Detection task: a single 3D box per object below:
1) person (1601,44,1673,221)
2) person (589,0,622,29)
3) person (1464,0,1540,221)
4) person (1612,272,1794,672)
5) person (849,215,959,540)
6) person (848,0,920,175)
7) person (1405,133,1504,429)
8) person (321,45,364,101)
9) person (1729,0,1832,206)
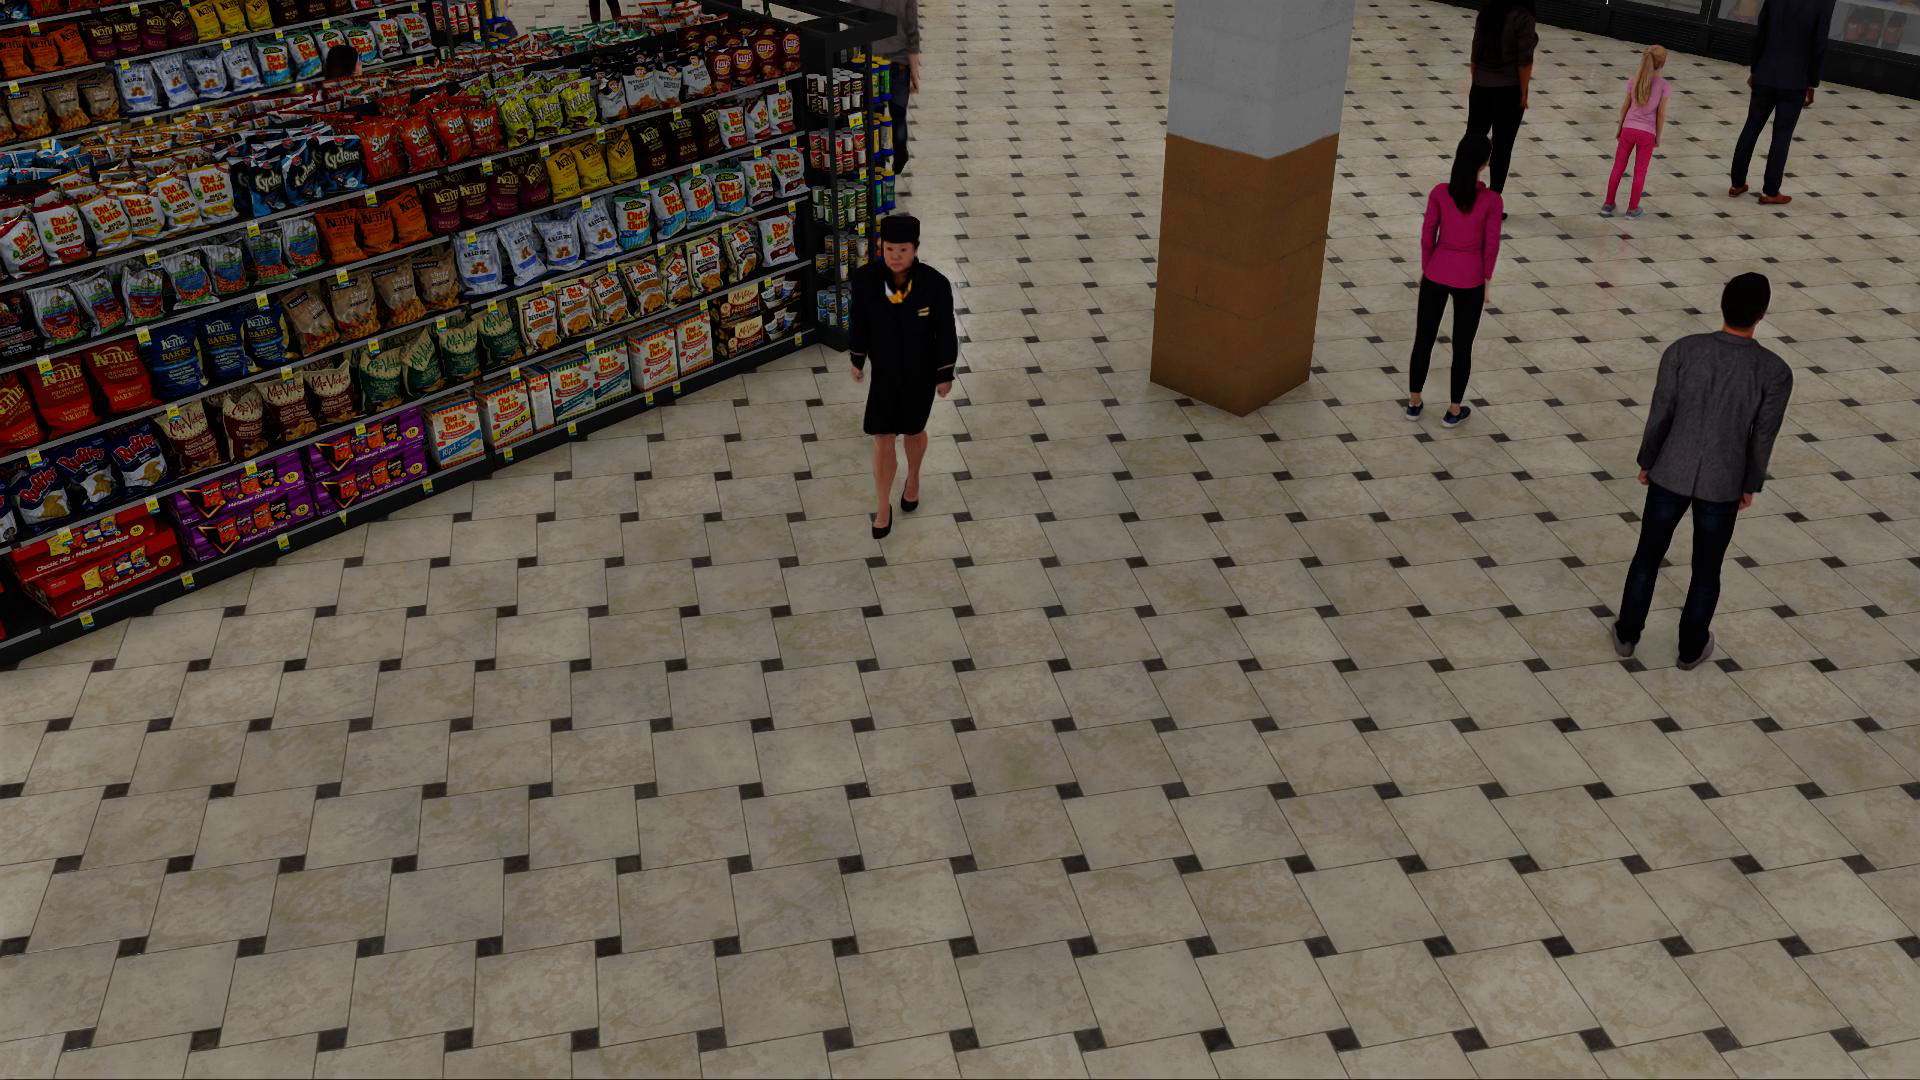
[{"bbox_3d":[5.002,-3.011,12.257,0.495,1.270,0.505,23,38,32],"label":"person"},{"bbox_3d":[-3.447,-5.522,15.863,0.648,1.724,0.677,10,33,15],"label":"person"},{"bbox_3d":[3.903,-3.247,12.096,0.623,1.841,0.666,-23,38,-32],"label":"person"},{"bbox_3d":[3.244,-0.280,7.299,0.740,1.872,0.686,16,35,24],"label":"person"},{"bbox_3d":[-0.270,-0.885,8.474,0.964,1.656,1.035,4,32,7],"label":"person"},{"bbox_3d":[-0.565,-3.431,12.370,1.188,1.863,1.232,-1,32,-2],"label":"person"},{"bbox_3d":[2.771,-1.451,9.346,0.638,1.698,0.641,17,36,25],"label":"person"},{"bbox_3d":[-4.031,-2.438,10.996,0.637,1.630,0.647,22,38,32],"label":"person"},{"bbox_3d":[6.133,-3.429,12.405,0.621,1.824,0.724,-22,38,-31],"label":"person"}]
